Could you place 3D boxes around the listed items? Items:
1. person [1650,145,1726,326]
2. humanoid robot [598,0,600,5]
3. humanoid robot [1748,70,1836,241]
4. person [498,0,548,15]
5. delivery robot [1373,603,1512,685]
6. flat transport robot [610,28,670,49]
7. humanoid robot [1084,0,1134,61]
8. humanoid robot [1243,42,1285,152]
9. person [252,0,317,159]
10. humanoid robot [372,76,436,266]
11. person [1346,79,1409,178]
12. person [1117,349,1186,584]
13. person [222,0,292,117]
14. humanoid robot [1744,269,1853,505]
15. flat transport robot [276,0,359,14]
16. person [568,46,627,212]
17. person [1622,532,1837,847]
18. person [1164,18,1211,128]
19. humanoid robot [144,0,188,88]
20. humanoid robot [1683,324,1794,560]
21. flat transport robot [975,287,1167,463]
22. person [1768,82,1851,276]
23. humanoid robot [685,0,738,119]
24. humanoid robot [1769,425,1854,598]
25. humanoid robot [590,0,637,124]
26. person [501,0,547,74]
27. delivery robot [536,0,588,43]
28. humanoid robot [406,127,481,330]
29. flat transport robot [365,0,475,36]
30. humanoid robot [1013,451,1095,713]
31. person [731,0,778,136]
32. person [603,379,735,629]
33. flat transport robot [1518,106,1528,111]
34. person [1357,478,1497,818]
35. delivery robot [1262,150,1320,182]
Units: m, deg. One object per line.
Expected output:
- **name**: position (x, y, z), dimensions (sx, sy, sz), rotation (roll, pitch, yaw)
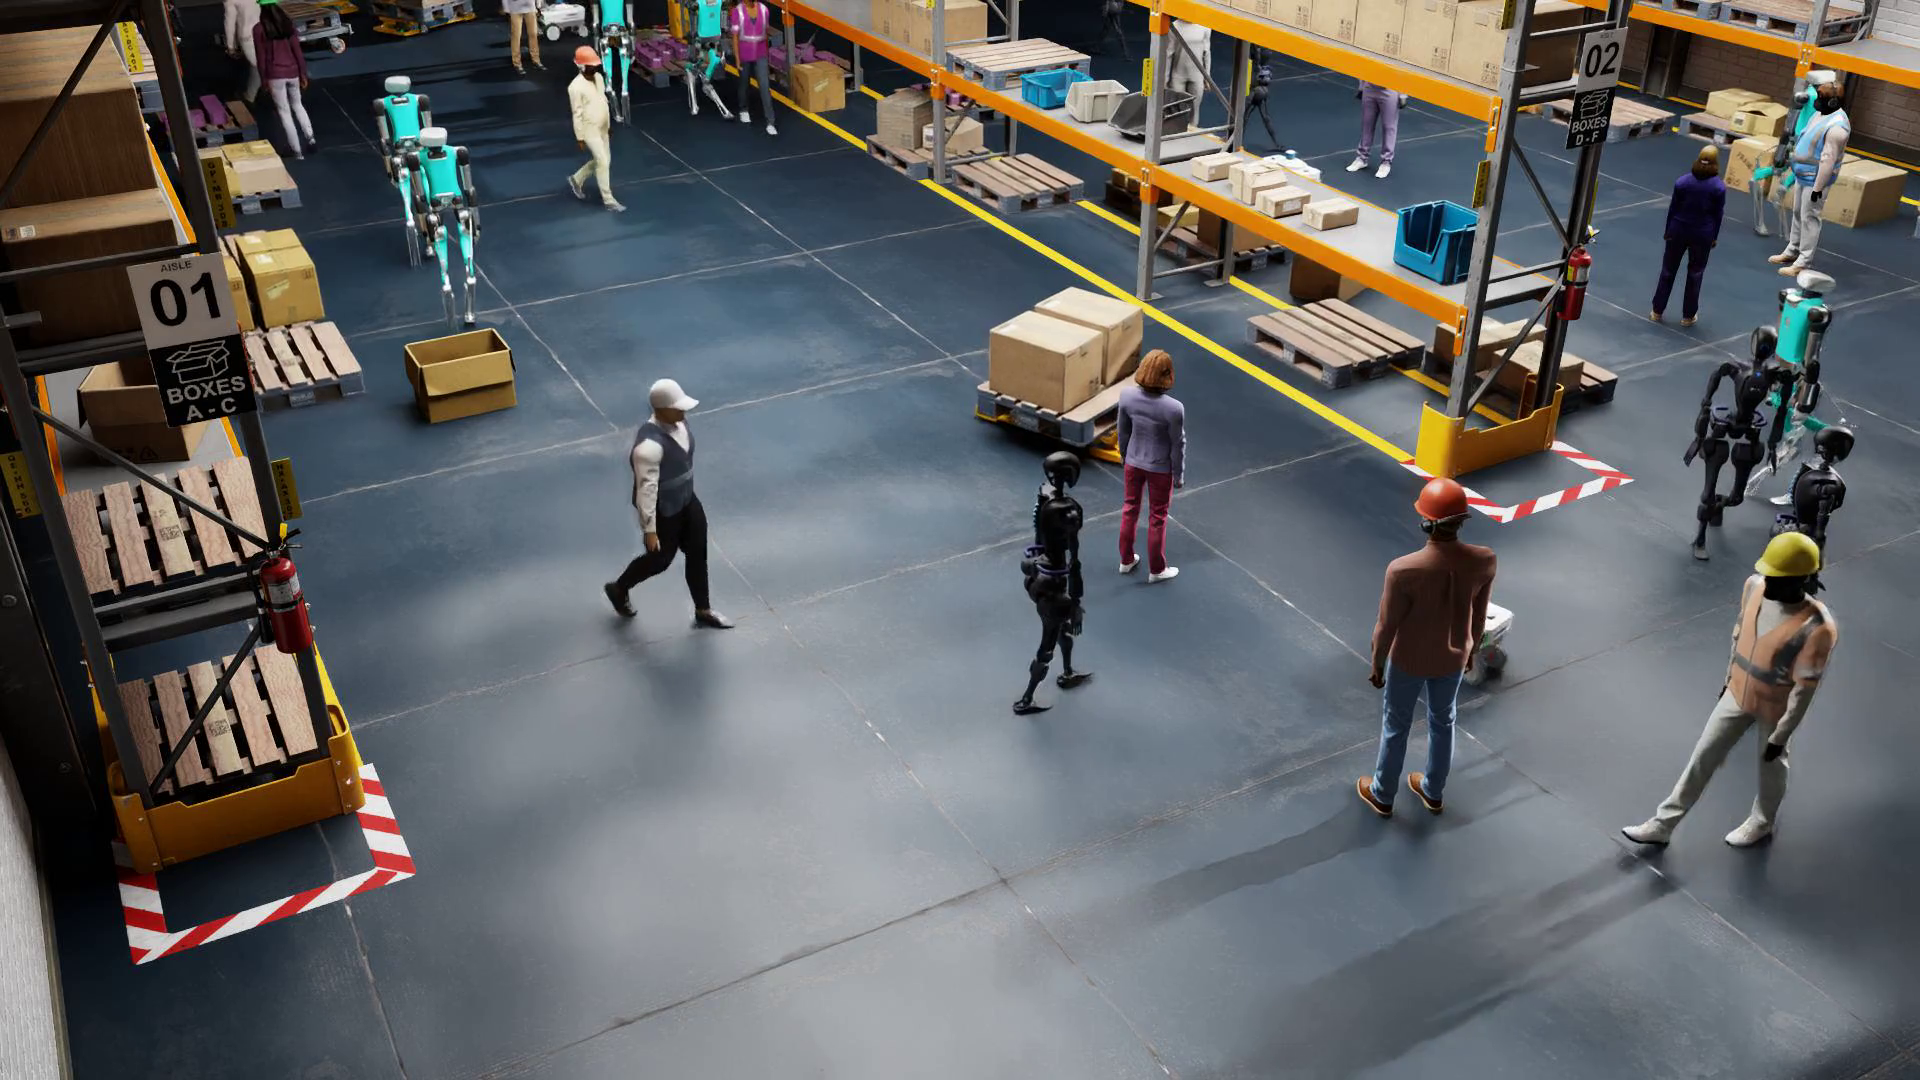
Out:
- **person**: position (6.483, -2.703, 14.753), dimensions (0.450, 1.623, 0.339), rotation (15, 33, 24)
- **humanoid robot**: position (-5.817, -9.292, 26.168), dimensions (0.609, 1.647, 0.386), rotation (-2, 30, -4)
- **humanoid robot**: position (8.258, -3.864, 16.674), dimensions (0.545, 1.786, 0.731), rotation (-8, 31, -14)
- **person**: position (-6.789, -8.916, 25.407), dimensions (0.831, 1.803, 0.663), rotation (18, 35, 29)
- **delivery robot**: position (2.998, 0.488, 10.250), dimensions (0.499, 0.573, 0.759), rotation (-26, 39, -38)
- **flat transport robot**: position (-4.483, -7.023, 23.636), dimensions (0.659, 0.231, 1.431), rotation (-15, 33, -24)
- **humanoid robot**: position (2.092, -7.512, 23.111), dimensions (0.755, 1.624, 0.605), rotation (9, 31, 14)
- **humanoid robot**: position (3.445, -5.272, 19.220), dimensions (0.764, 1.635, 0.596), rotation (7, 31, 12)
- **person**: position (-7.740, -5.318, 18.994), dimensions (0.506, 1.936, 0.449), rotation (-25, 38, -37)
- **humanoid robot**: position (-5.272, -3.464, 16.086), dimensions (0.540, 1.897, 0.723), rotation (-9, 31, -15)
- **person**: position (4.687, -4.992, 18.463), dimensions (0.641, 1.904, 0.404), rotation (25, 38, 36)
- **person**: position (1.245, -0.480, 10.873), dimensions (0.498, 1.633, 0.288), rotation (20, 36, 31)
- **person**: position (-8.825, -6.214, 20.616), dimensions (1.033, 1.874, 0.643), rotation (12, 32, 20)
- **humanoid robot**: position (5.988, -1.036, 11.757), dimensions (0.819, 1.807, 0.555), rotation (-2, 30, -3)
- **flat transport robot**: position (-10.133, -8.239, 25.753), dimensions (1.431, 0.231, 0.659), rotation (-18, 34, -28)
- **person**: position (-3.890, -4.337, 17.487), dimensions (0.675, 1.726, 0.568), rotation (10, 31, 16)
- **person**: position (3.941, 0.820, 8.355), dimensions (0.942, 1.883, 0.607), rotation (-10, 31, -17)
- **person**: position (2.585, -5.325, 19.057), dimensions (0.563, 1.888, 0.379), rotation (-2, 30, -3)
- **humanoid robot**: position (-10.438, -6.723, 21.716), dimensions (0.403, 1.643, 0.613), rotation (16, 33, 25)
- **humanoid robot**: position (5.229, -0.712, 11.250), dimensions (0.589, 1.635, 0.653), rotation (6, 30, 10)
- **flat transport robot**: position (0.882, -0.978, 13.113), dimensions (1.431, 0.231, 0.659), rotation (22, 36, 33)
- **person**: position (8.108, -3.438, 15.831), dimensions (0.431, 1.836, 0.622), rotation (4, 30, 7)
- **humanoid robot**: position (-3.188, -6.001, 20.378), dimensions (0.540, 1.721, 0.919), rotation (-19, 35, -30)
- **humanoid robot**: position (4.960, 0.078, 9.845), dimensions (0.315, 1.659, 0.599), rotation (7, 31, 12)
- **humanoid robot**: position (-4.166, -5.839, 20.218), dimensions (0.542, 1.905, 0.738), rotation (-7, 31, -11)
- **person**: position (-5.912, -7.204, 22.472), dimensions (0.558, 1.742, 0.361), rotation (-22, 36, -33)
- **delivery robot**: position (-5.891, -7.633, 24.414), dimensions (0.779, 0.598, 0.499), rotation (-20, 35, -31)
- **humanoid robot**: position (-4.457, -2.621, 14.607), dimensions (0.543, 1.893, 0.718), rotation (-9, 31, -15)
- **flat transport robot**: position (-8.078, -7.854, 25.082), dimensions (0.659, 0.231, 1.431), rotation (17, 34, 27)
- **humanoid robot**: position (0.580, 0.232, 9.600), dimensions (0.604, 1.638, 0.589), rotation (-11, 32, -19)
- **person**: position (-2.520, -5.864, 20.088), dimensions (0.500, 1.808, 0.923), rotation (-10, 31, -17)
- **person**: position (-1.862, -0.228, 10.340), dimensions (0.788, 1.734, 0.760), rotation (11, 32, 18)
- **flat transport robot**: position (7.003, -5.873, 21.634), dimensions (0.659, 0.231, 1.431), rotation (-16, 33, -25)
- **person**: position (2.420, 0.585, 8.673), dimensions (0.610, 1.986, 0.402), rotation (-5, 30, -9)
- **delivery robot**: position (3.522, -3.891, 17.891), dimensions (0.499, 0.589, 0.782), rotation (-17, 34, -27)
